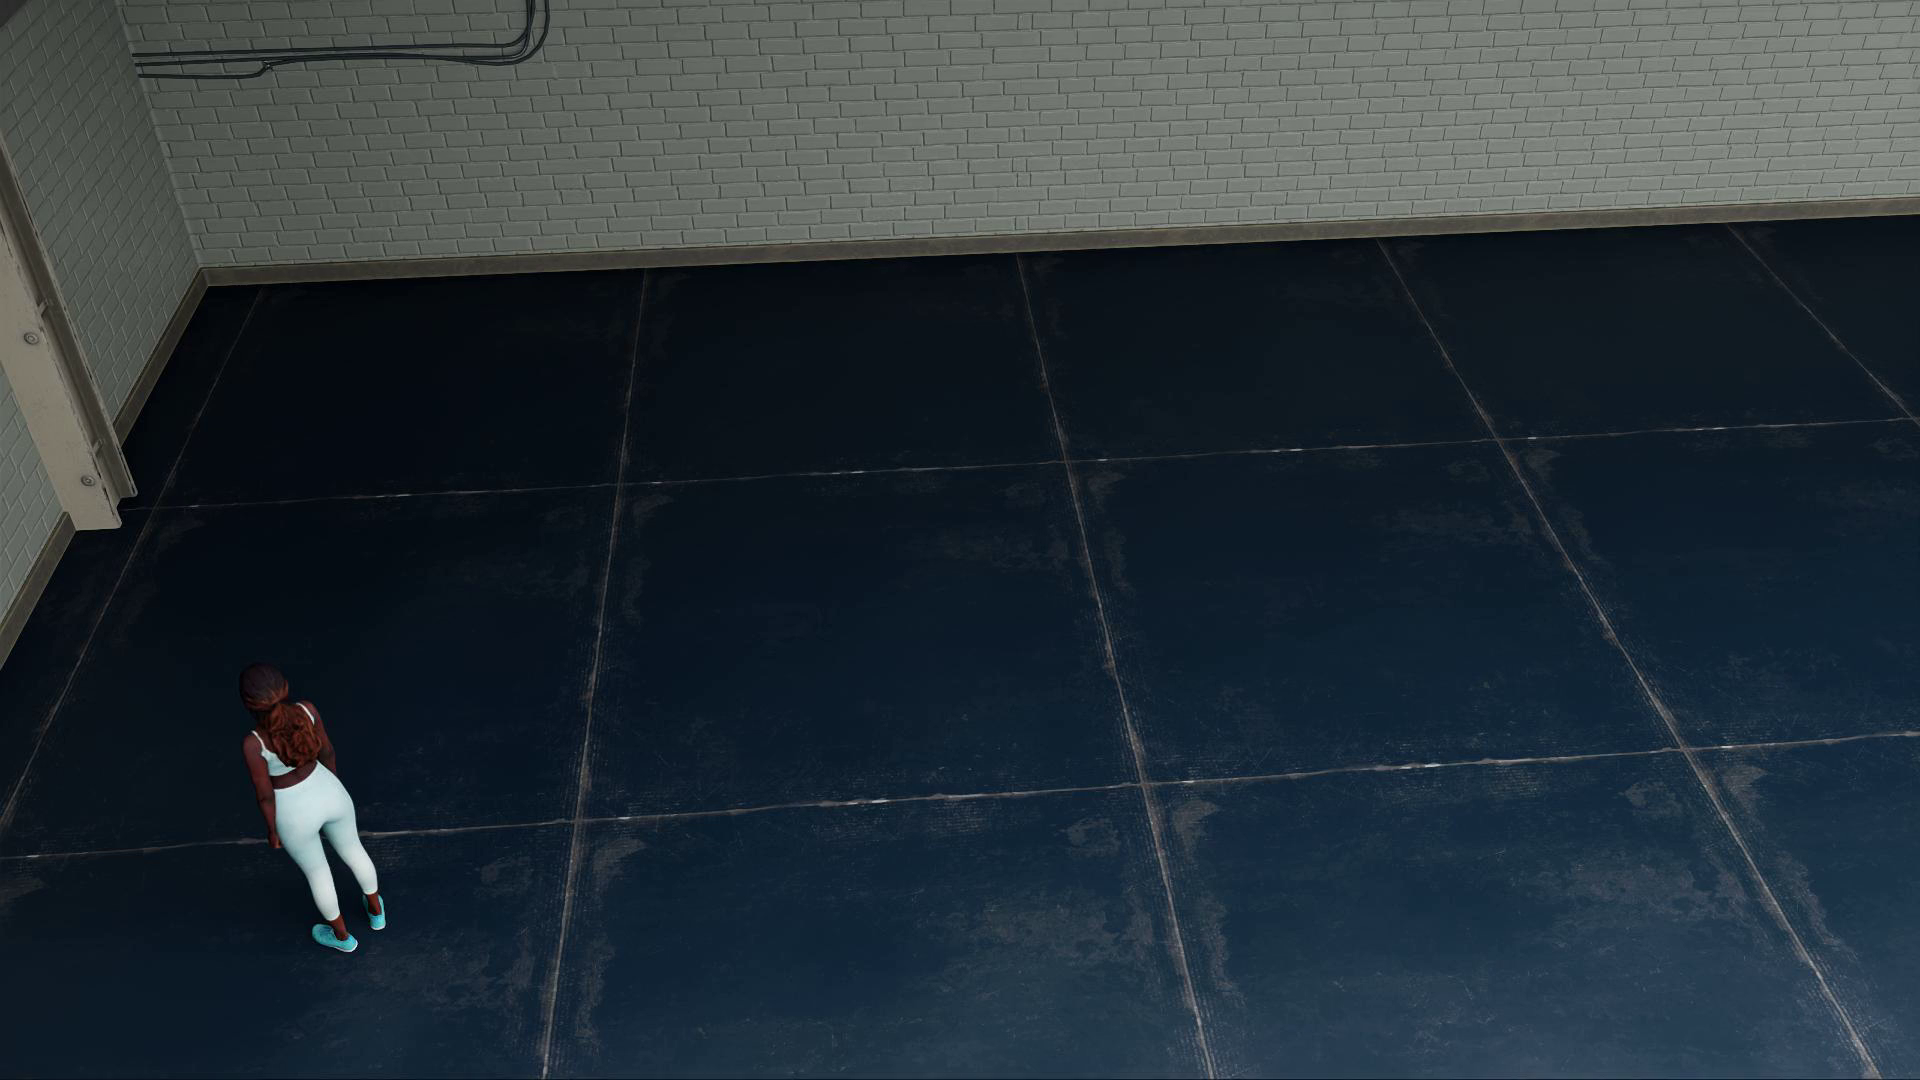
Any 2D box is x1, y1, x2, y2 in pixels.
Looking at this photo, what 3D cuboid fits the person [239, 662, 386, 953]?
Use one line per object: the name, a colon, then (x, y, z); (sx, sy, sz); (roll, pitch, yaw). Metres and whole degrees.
person: (-2.974, 1.232, 7.608); (0.712, 1.724, 0.651); (27, 46, 31)
